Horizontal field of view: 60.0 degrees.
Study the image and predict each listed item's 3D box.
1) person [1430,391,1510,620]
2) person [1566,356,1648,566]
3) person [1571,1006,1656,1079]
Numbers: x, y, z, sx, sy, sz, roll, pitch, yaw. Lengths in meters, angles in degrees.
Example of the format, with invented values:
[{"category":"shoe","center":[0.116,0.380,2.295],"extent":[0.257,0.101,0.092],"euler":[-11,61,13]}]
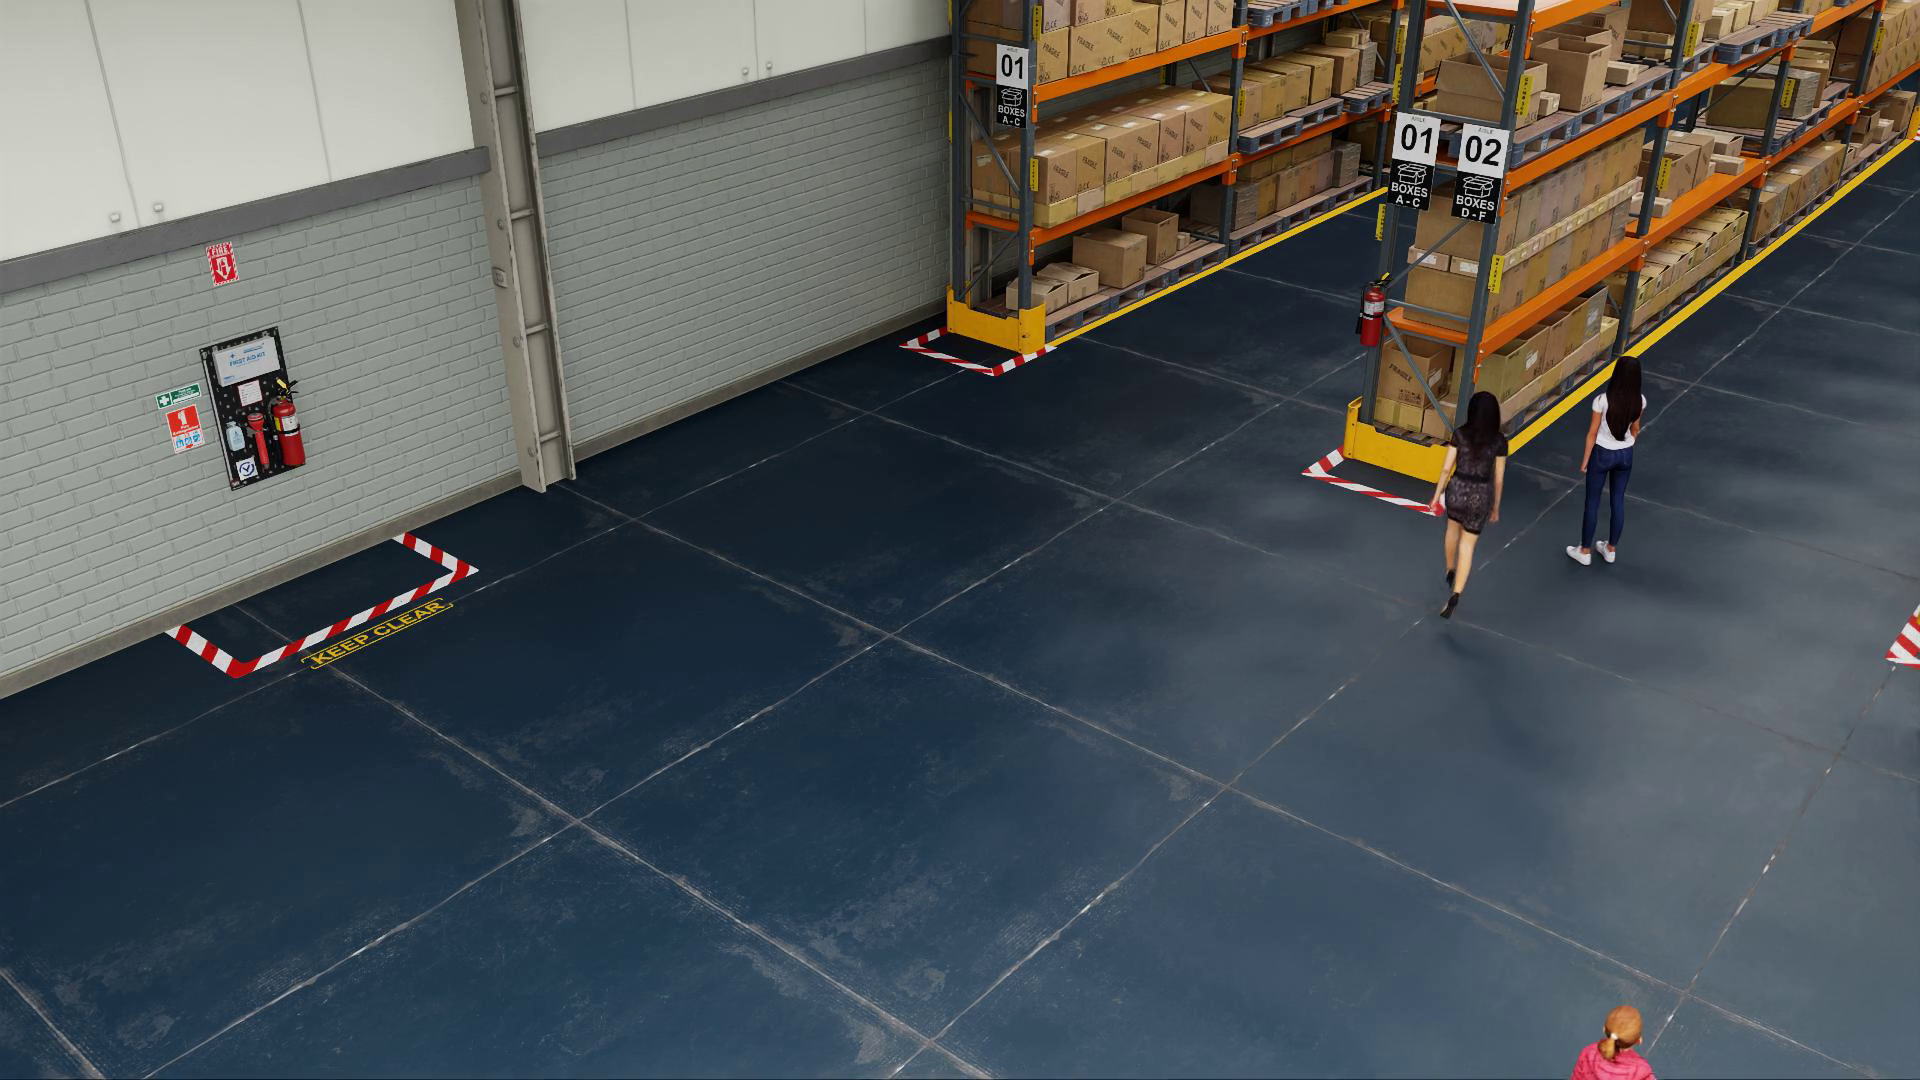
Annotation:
[{"category":"person","center":[3.840,-0.213,12.618],"extent":[0.884,1.744,1.229],"euler":[11,30,20]},{"category":"person","center":[5.243,-0.635,13.379],"extent":[0.649,1.772,0.720],"euler":[-4,28,-8]},{"category":"person","center":[2.936,2.702,7.606],"extent":[0.532,1.310,0.573],"euler":[21,34,33]}]
